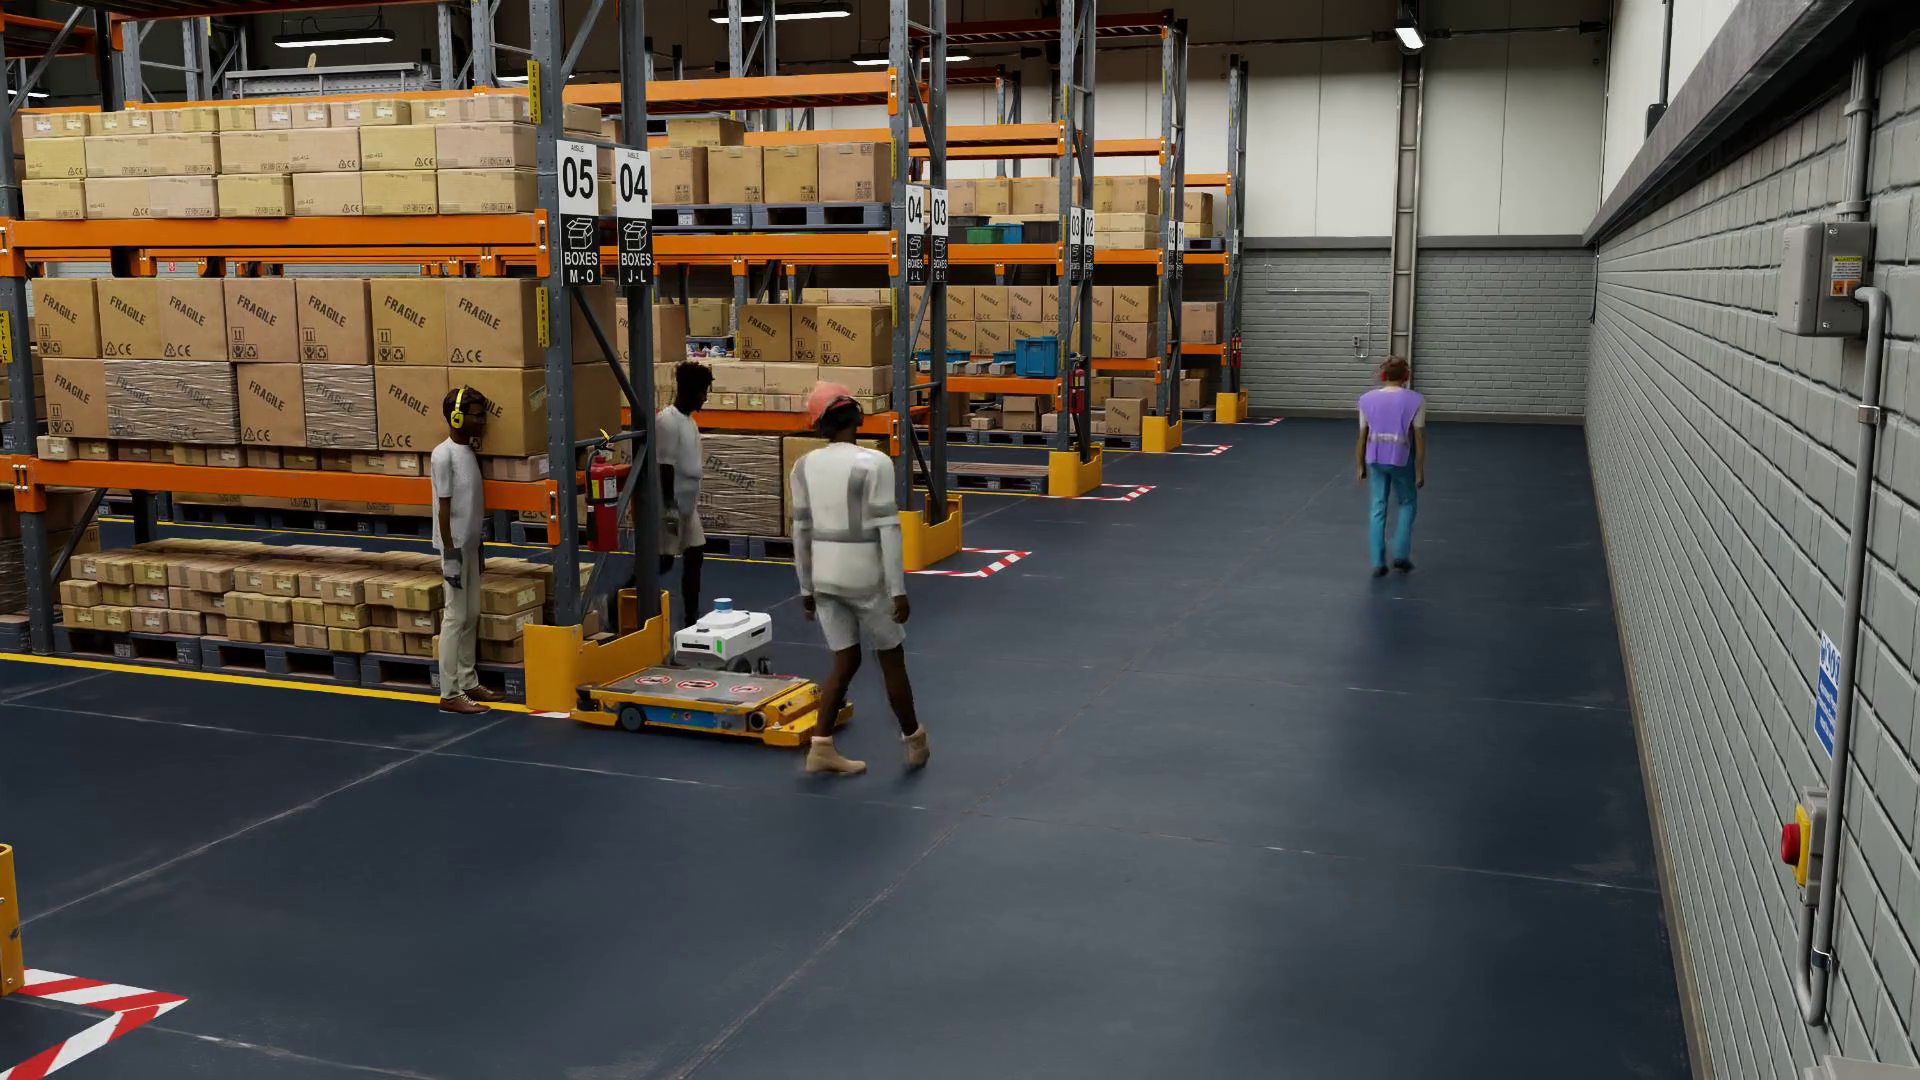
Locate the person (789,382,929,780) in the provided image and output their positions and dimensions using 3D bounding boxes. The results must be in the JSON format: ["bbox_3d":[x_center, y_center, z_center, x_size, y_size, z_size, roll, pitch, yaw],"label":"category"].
[{"bbox_3d":[-0.505,0.203,8.310,0.695,1.968,0.732,7,11,37],"label":"person"}]

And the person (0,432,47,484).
[{"bbox_3d":[-8.213,-0.796,14.427,0.381,1.995,0.611,7,11,36],"label":"person"}]

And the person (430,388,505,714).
[{"bbox_3d":[-2.829,0.063,9.501,0.333,1.860,0.509,1,9,3],"label":"person"}]

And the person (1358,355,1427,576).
[{"bbox_3d":[3.612,-0.624,13.871,0.587,1.820,0.655,6,11,32],"label":"person"}]

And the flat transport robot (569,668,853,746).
[{"bbox_3d":[-1.377,0.899,9.218,1.431,0.197,0.652,4,10,22],"label":"flat transport robot"}]

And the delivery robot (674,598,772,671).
[{"bbox_3d":[-1.410,0.593,9.954,0.477,0.478,0.707,3,10,20],"label":"delivery robot"}]

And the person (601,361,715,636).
[{"bbox_3d":[-2.013,-0.252,11.271,0.808,1.918,0.671,2,9,13],"label":"person"}]
